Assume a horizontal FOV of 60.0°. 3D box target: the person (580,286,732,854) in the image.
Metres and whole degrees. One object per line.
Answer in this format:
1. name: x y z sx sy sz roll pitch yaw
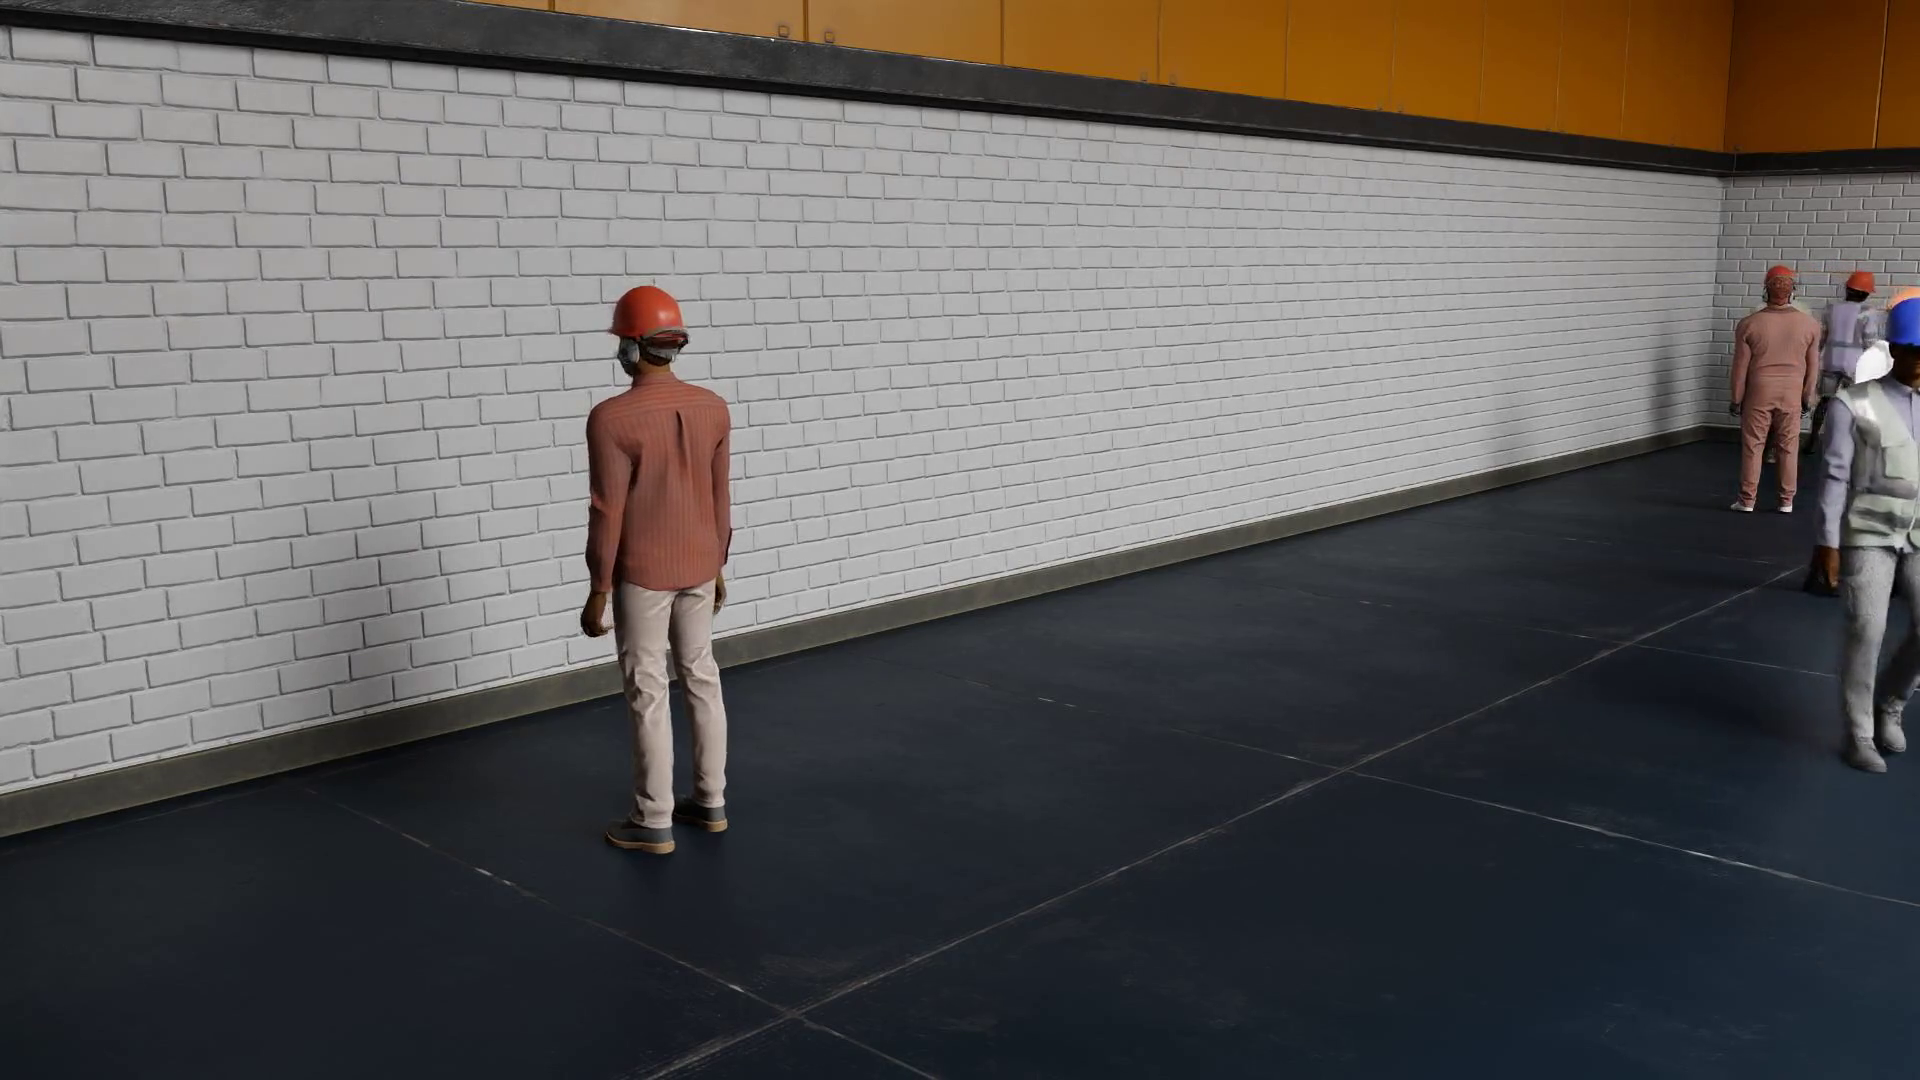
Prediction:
1. person: -1.076 0.111 5.895 0.401 1.992 0.633 8 13 38

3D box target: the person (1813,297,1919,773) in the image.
1. person: 3.780 -0.008 6.731 0.636 1.930 0.428 1 10 7

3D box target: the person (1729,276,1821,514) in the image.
1. person: 6.498 -1.153 13.327 0.641 1.909 0.409 2 10 11

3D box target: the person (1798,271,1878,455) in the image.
1. person: 8.909 -1.764 16.861 0.366 1.892 0.687 -7 12 -36

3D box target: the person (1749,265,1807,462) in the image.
1. person: 8.043 -1.715 16.383 0.628 1.961 0.579 -1 10 -4

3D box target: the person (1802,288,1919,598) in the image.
1. person: 5.587 -0.568 10.047 0.654 1.887 0.784 -7 12 -36
